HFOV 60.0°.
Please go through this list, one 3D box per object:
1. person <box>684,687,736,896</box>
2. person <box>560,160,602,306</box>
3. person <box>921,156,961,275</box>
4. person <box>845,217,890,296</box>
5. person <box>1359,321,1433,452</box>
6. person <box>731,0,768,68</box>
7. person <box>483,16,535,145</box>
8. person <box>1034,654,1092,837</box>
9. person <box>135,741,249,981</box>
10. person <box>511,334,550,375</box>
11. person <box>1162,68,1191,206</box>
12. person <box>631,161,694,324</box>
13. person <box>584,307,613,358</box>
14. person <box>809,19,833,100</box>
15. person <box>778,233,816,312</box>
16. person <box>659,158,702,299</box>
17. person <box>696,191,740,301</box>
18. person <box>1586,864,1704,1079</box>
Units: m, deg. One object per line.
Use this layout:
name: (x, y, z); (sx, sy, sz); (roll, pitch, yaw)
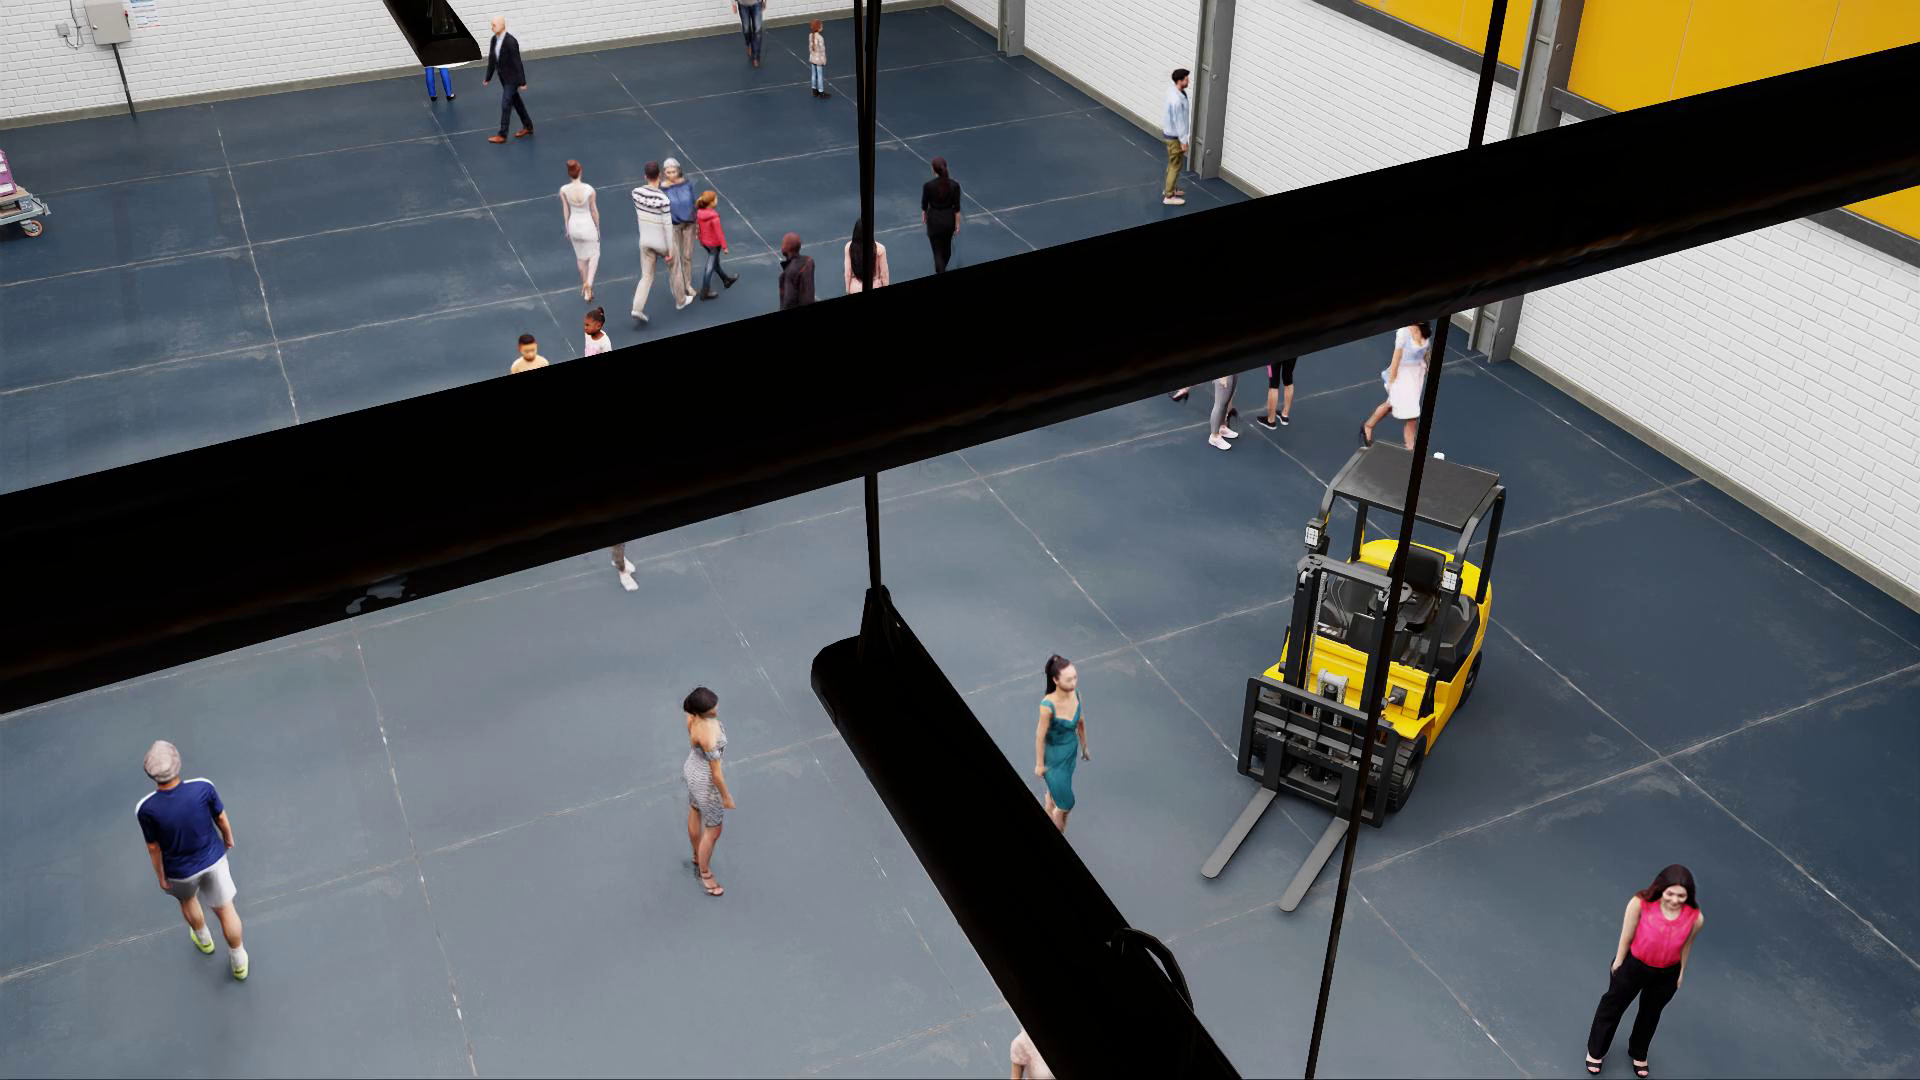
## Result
person: (-1.794, 1.634, 11.358); (0.761, 1.800, 0.489); (-21, 39, -28)
person: (-4.347, -3.476, 19.061); (0.772, 1.782, 0.893); (1, 34, 1)
person: (-0.218, -3.609, 19.414); (0.713, 1.613, 1.123); (-8, 34, -12)
person: (-1.005, -2.658, 17.887); (0.695, 1.720, 0.711); (5, 34, 8)
person: (4.264, -1.543, 16.165); (0.753, 1.769, 1.202); (-20, 38, -27)
person: (-3.380, -8.621, 26.734); (0.992, 1.857, 1.325); (-4, 34, -7)
person: (-6.380, -6.615, 23.796); (0.956, 1.768, 1.077); (-28, 43, -35)
person: (0.635, 1.493, 11.683); (0.696, 1.675, 0.669); (28, 43, 35)
person: (-4.869, 2.109, 10.631); (0.734, 1.812, 0.905); (-21, 39, -28)
person: (-4.141, -1.360, 16.190); (0.544, 1.437, 0.968); (-16, 37, -22)
person: (2.760, -5.282, 21.758); (0.868, 1.803, 0.729); (-1, 34, -1)
person: (-3.496, -3.337, 18.797); (1.145, 1.844, 1.188); (13, 36, 18)
person: (-3.589, -1.657, 16.630); (0.555, 1.443, 0.671); (27, 42, 34)
person: (-2.185, -7.367, 25.446); (0.597, 1.194, 0.489); (-28, 43, -35)
person: (-1.591, -2.300, 17.279); (1.095, 1.796, 1.078); (7, 34, 10)
person: (-3.302, -3.680, 19.450); (0.630, 1.690, 0.595); (-19, 38, -26)
person: (-2.960, -3.424, 19.425); (0.688, 1.293, 0.807); (-24, 40, -31)
person: (4.143, 2.598, 10.033); (0.658, 1.660, 0.681); (5, 34, 7)
